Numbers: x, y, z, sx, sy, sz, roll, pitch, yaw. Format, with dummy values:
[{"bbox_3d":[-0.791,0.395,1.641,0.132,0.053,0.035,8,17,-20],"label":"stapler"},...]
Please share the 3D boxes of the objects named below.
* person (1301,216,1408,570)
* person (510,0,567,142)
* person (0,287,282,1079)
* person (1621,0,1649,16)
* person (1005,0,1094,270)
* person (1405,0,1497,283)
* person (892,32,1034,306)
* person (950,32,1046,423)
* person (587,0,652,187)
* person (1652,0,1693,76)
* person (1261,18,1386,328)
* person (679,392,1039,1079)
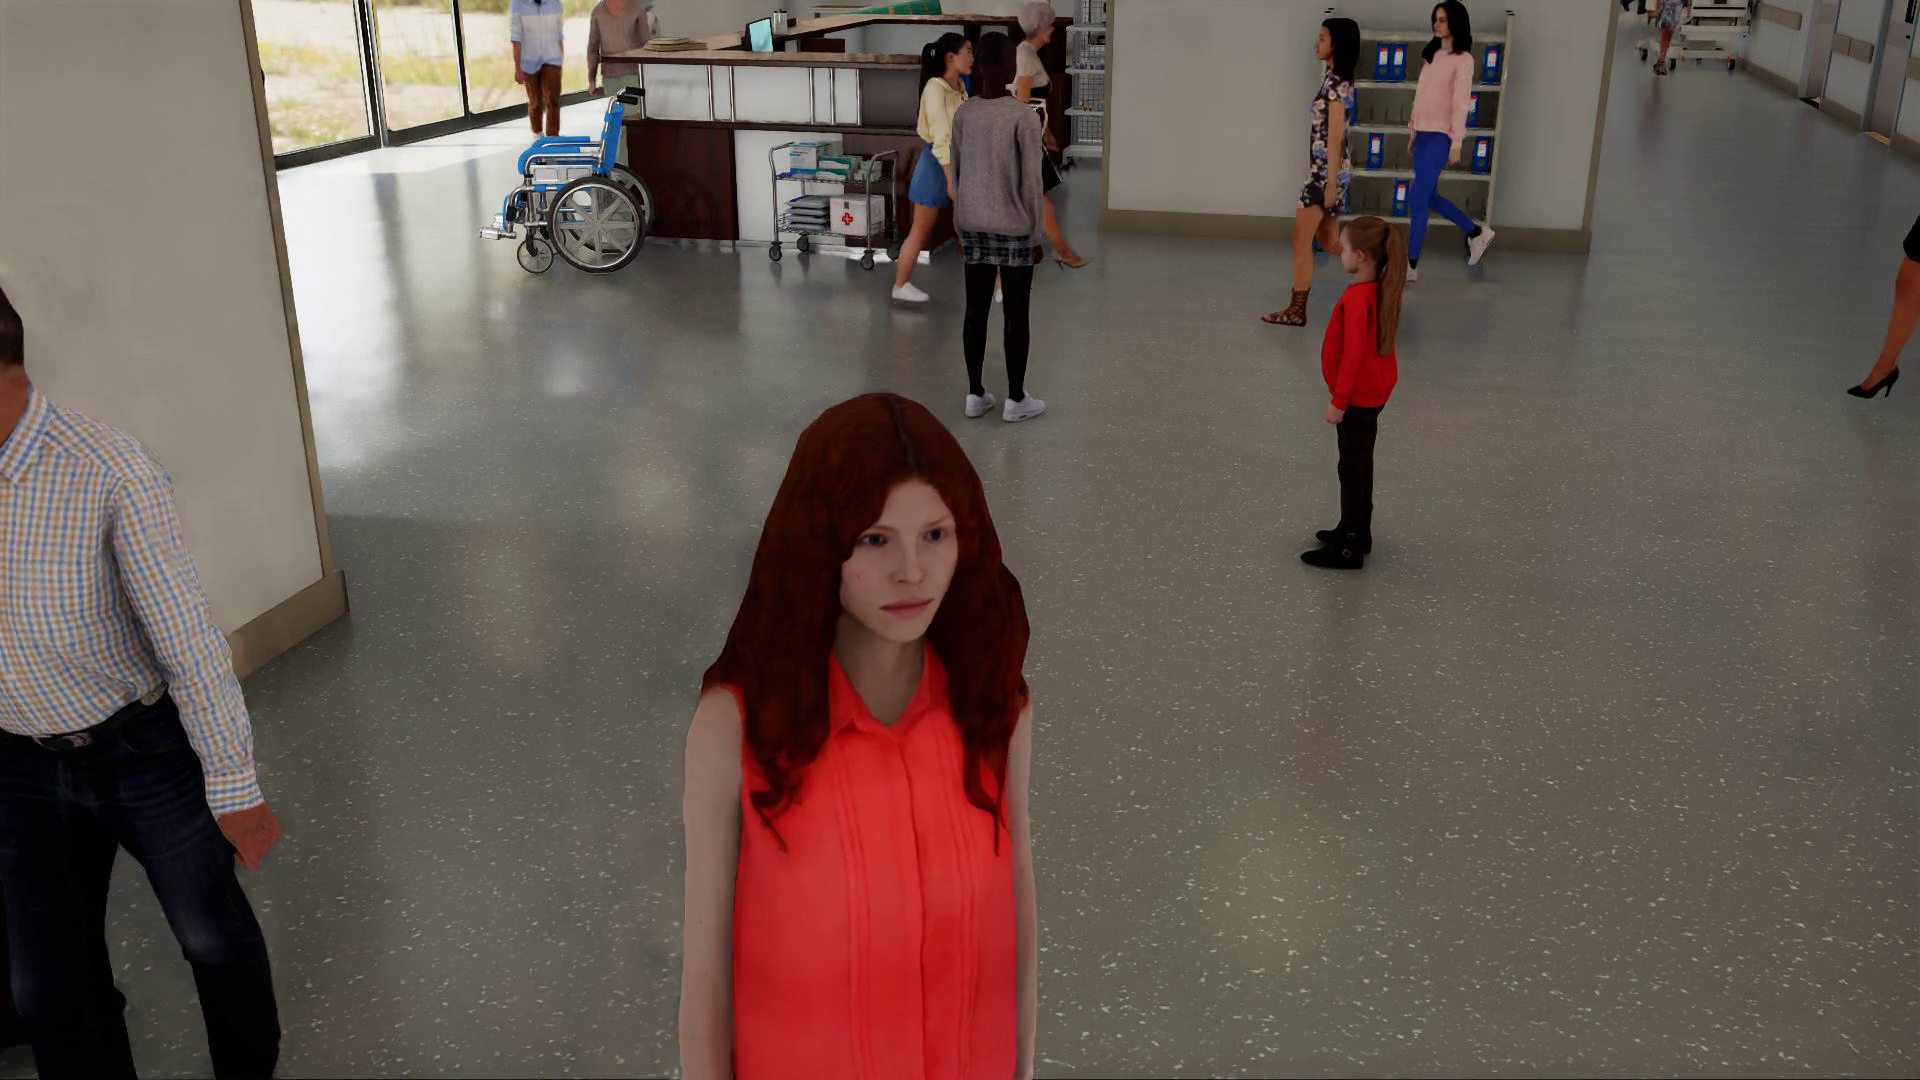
[{"bbox_3d":[1.443,-0.534,6.031,0.546,1.281,0.533,10,23,25],"label":"person"},{"bbox_3d":[-4.031,-4.567,16.012,1.254,1.754,1.179,-7,22,-18],"label":"person"},{"bbox_3d":[-1.488,0.360,2.981,0.928,1.770,0.908,2,21,6],"label":"person"},{"bbox_3d":[15.654,-13.038,38.273,0.968,1.829,0.754,11,23,26],"label":"person"},{"bbox_3d":[0.303,-2.525,10.682,1.114,1.711,0.897,-4,21,-11],"label":"person"},{"bbox_3d":[3.115,-2.517,10.609,1.166,1.747,0.954,-4,21,-11],"label":"person"},{"bbox_3d":[-0.177,-2.142,9.866,1.201,1.571,0.836,10,23,26],"label":"person"},{"bbox_3d":[0.165,-1.437,7.721,0.561,1.772,0.725,11,23,27],"label":"person"},{"bbox_3d":[-2.784,-3.797,13.880,1.242,1.823,0.853,3,21,8],"label":"person"},{"bbox_3d":[10.268,-7.655,24.098,0.867,1.801,0.810,1,21,2],"label":"person"},{"bbox_3d":[2.153,-2.028,9.361,1.008,1.717,0.632,4,21,11],"label":"person"},{"bbox_3d":[-0.146,0.695,2.043,1.017,1.808,0.995,-8,22,-19],"label":"person"}]
